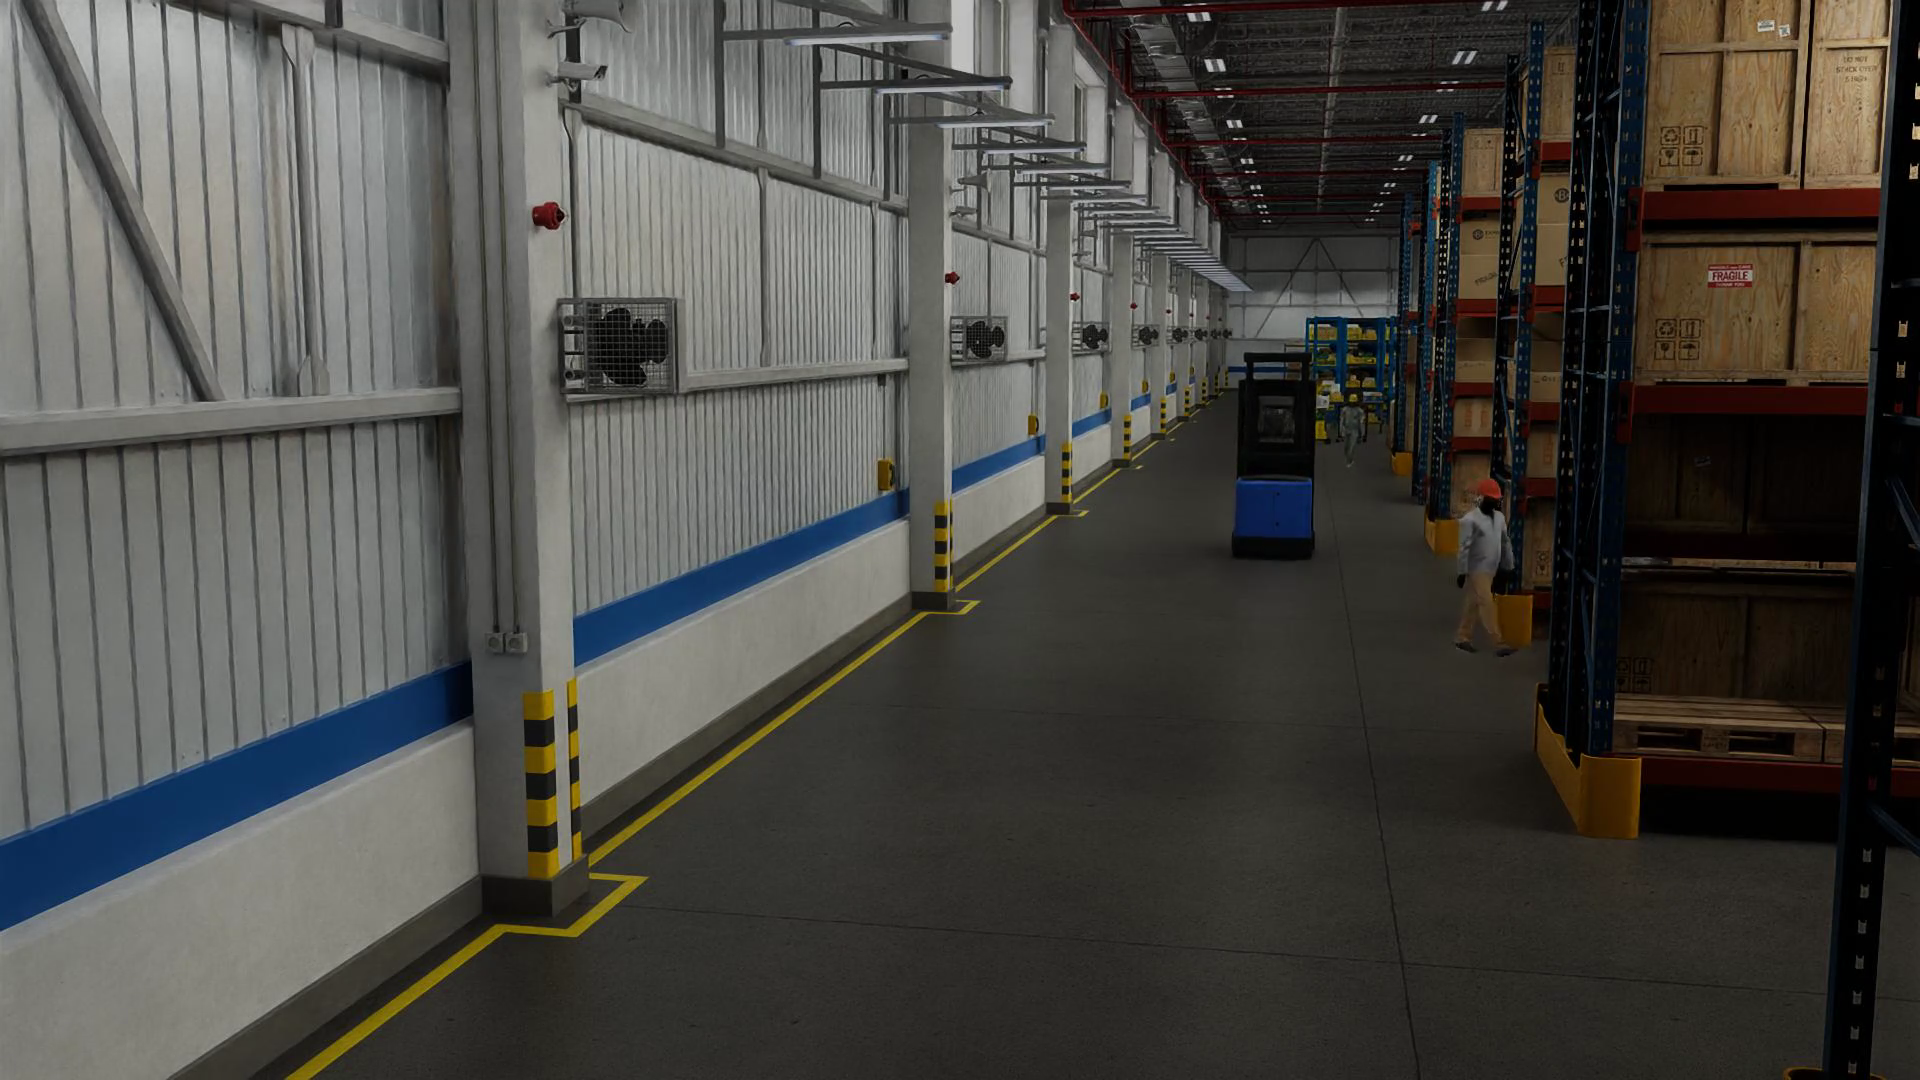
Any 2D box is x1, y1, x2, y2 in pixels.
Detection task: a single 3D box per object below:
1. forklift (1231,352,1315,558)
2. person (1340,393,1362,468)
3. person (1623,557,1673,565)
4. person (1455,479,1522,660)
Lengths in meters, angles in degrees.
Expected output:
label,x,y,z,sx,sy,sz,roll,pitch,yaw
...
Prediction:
label,x,y,z,sx,sy,sz,roll,pitch,yaw
forklift,4.417,-1.235,23.276,1.129,2.768,1.873,1,7,12
person,8.980,-2.523,38.203,0.492,1.716,0.557,2,7,16
person,6.101,0.383,14.574,0.691,1.807,0.591,7,10,44
person,5.056,0.275,15.842,0.566,1.707,0.881,-5,9,-37
